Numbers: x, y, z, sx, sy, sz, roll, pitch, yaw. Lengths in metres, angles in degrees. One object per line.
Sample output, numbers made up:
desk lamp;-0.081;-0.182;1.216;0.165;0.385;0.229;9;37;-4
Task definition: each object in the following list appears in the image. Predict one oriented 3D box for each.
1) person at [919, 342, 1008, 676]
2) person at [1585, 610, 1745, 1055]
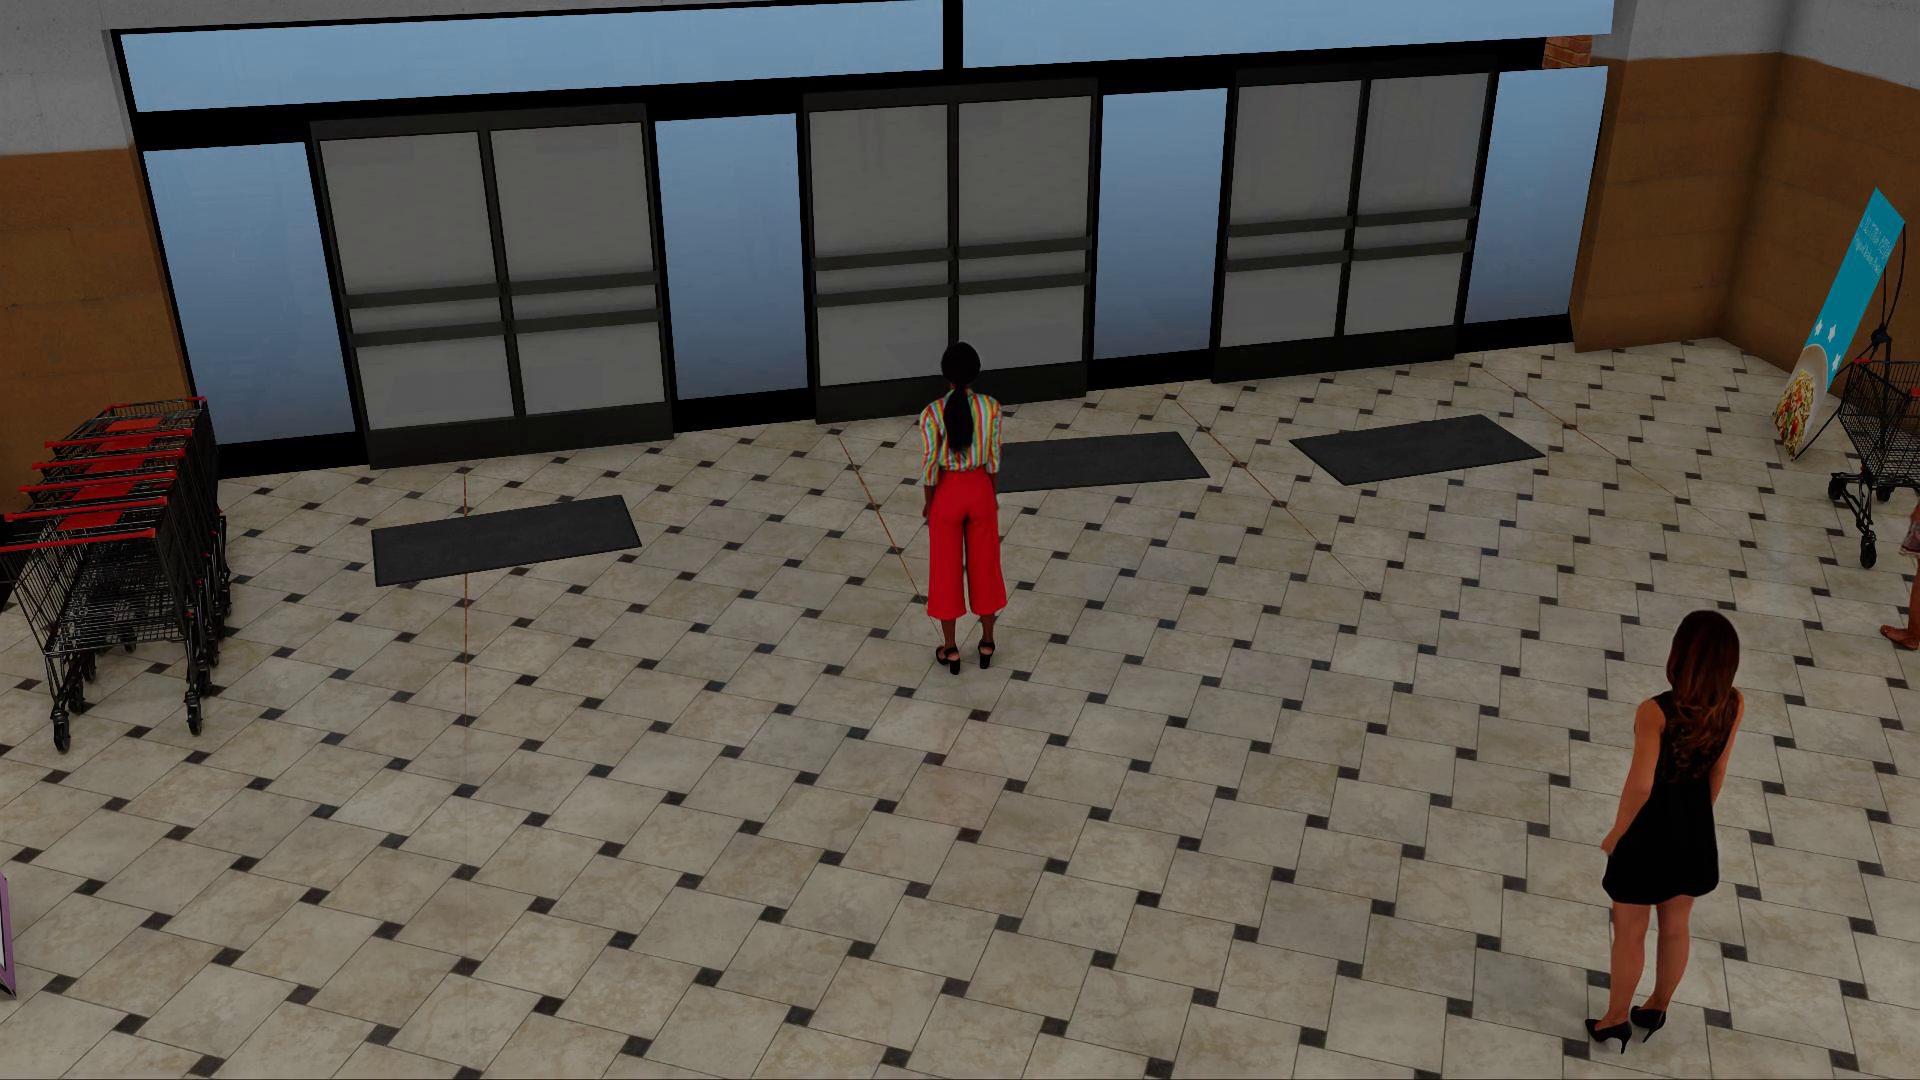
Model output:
person;0.010;-0.153;8.426;0.602;1.793;0.518;-6;28;-12
person;2.520;1.072;5.965;0.581;1.834;0.519;-6;28;-12
